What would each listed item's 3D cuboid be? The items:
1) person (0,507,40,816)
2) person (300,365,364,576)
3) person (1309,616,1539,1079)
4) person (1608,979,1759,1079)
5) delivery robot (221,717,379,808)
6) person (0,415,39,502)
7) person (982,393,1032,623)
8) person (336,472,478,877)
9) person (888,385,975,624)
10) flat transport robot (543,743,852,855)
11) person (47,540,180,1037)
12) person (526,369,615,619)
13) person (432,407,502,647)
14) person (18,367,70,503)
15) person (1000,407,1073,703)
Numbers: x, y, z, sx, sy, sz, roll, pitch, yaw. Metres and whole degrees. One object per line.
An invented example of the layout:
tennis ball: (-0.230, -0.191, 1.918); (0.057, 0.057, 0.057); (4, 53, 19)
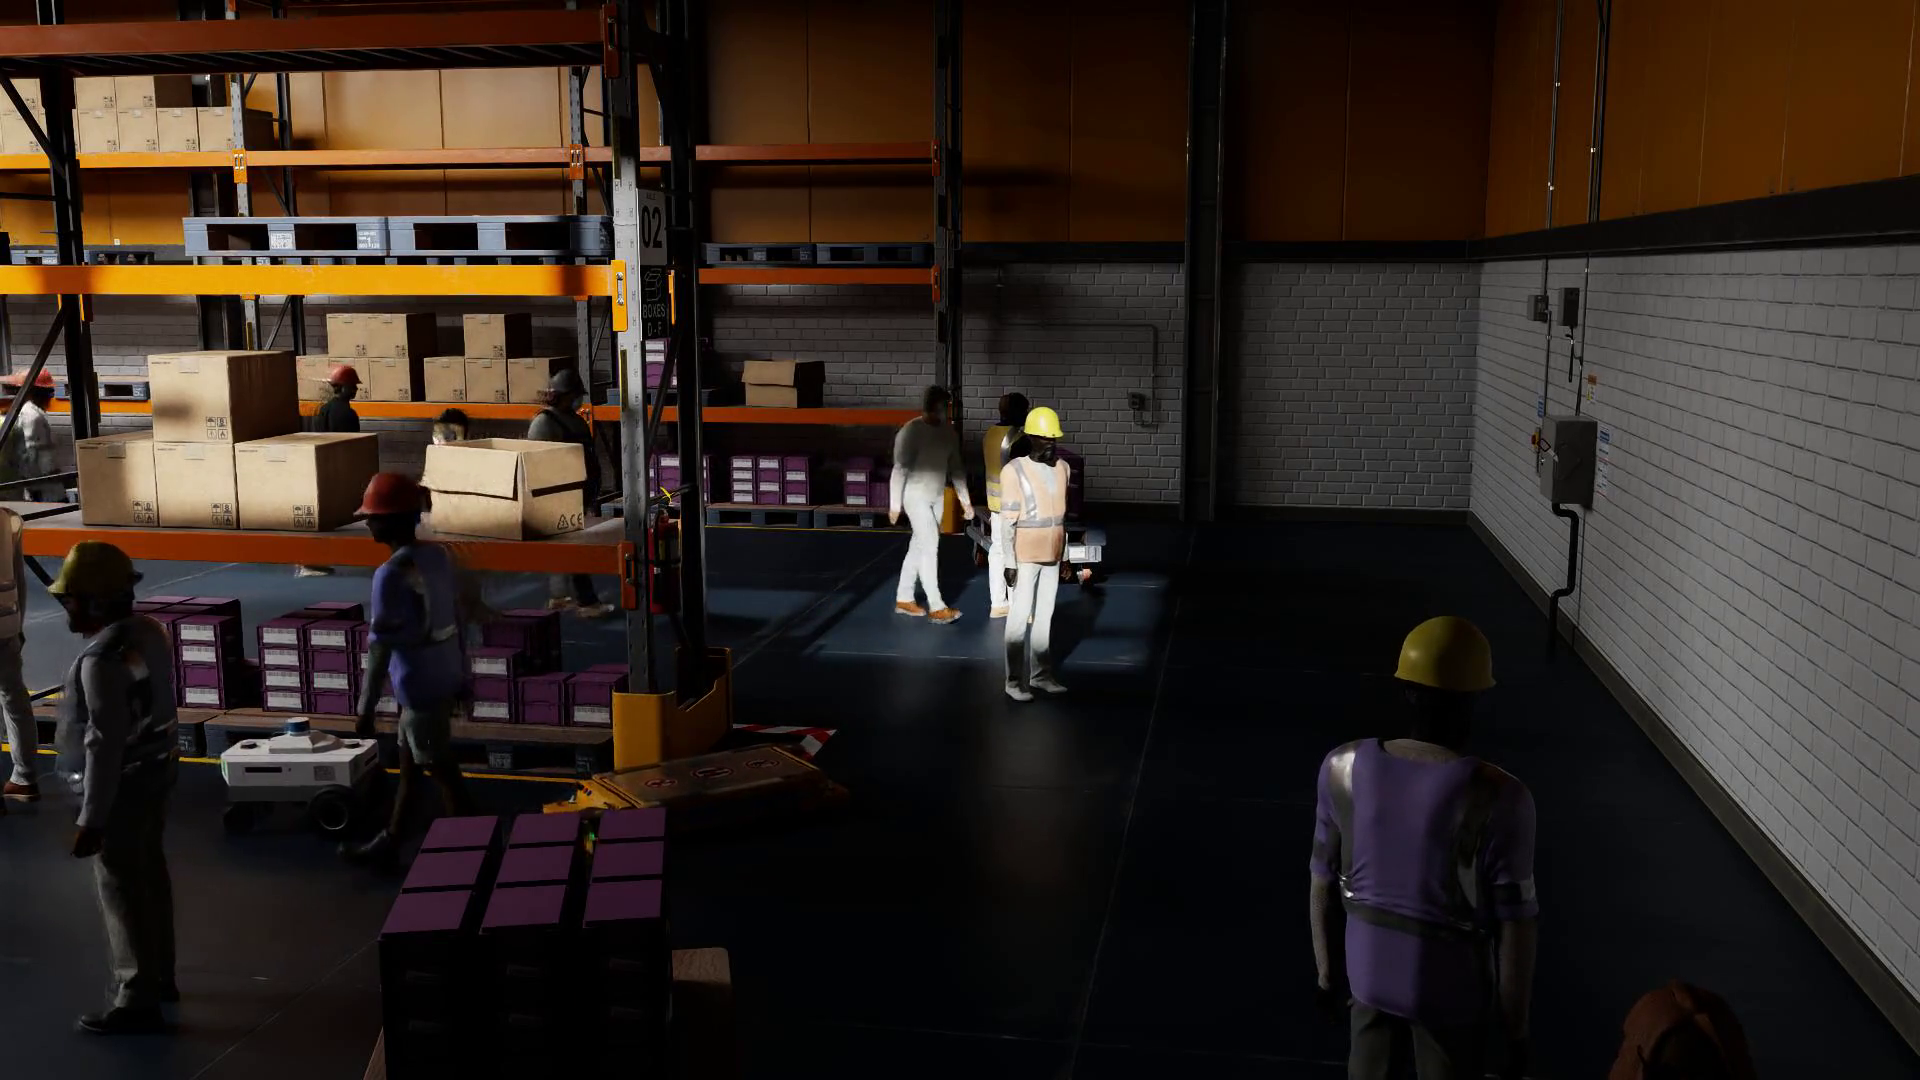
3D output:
person: (-5.041, 0.486, 8.558); (0.361, 1.884, 0.574); (2, 9, 15)
person: (-5.692, -0.649, 15.429); (0.608, 1.943, 1.031); (7, 12, 38)
person: (1.204, 1.146, 4.329); (0.594, 1.924, 0.383); (8, 12, 39)
person: (1.179, 1.532, 2.829); (0.500, 1.636, 0.280); (3, 10, 20)
delivery robot: (-3.312, 1.134, 8.357); (0.707, 0.478, 0.477); (0, 9, -1)
person: (-8.544, -0.458, 14.716); (0.680, 1.799, 0.924); (-4, 10, -21)
person: (0.427, -0.256, 13.293); (0.429, 1.844, 0.626); (-5, 10, -28)
person: (-2.504, 0.648, 7.468); (0.905, 1.905, 0.583); (1, 9, 7)
person: (-0.200, -0.288, 13.313); (0.896, 1.890, 0.638); (7, 11, 37)
flat transport robot: (-1.333, 1.297, 8.511); (1.431, 0.197, 0.652); (-6, 11, -34)
person: (-3.103, 0.905, 6.142); (0.403, 1.828, 0.628); (-1, 9, -9)
person: (-3.070, -0.388, 13.491); (0.836, 2.000, 0.705); (3, 10, 16)
person: (-3.248, 0.056, 11.191); (0.904, 1.909, 0.631); (1, 9, 9)
person: (-8.848, -0.698, 15.874); (0.951, 1.906, 0.553); (-5, 11, -30)
person: (0.521, 0.088, 10.890); (0.592, 1.925, 0.385); (-8, 12, -41)
